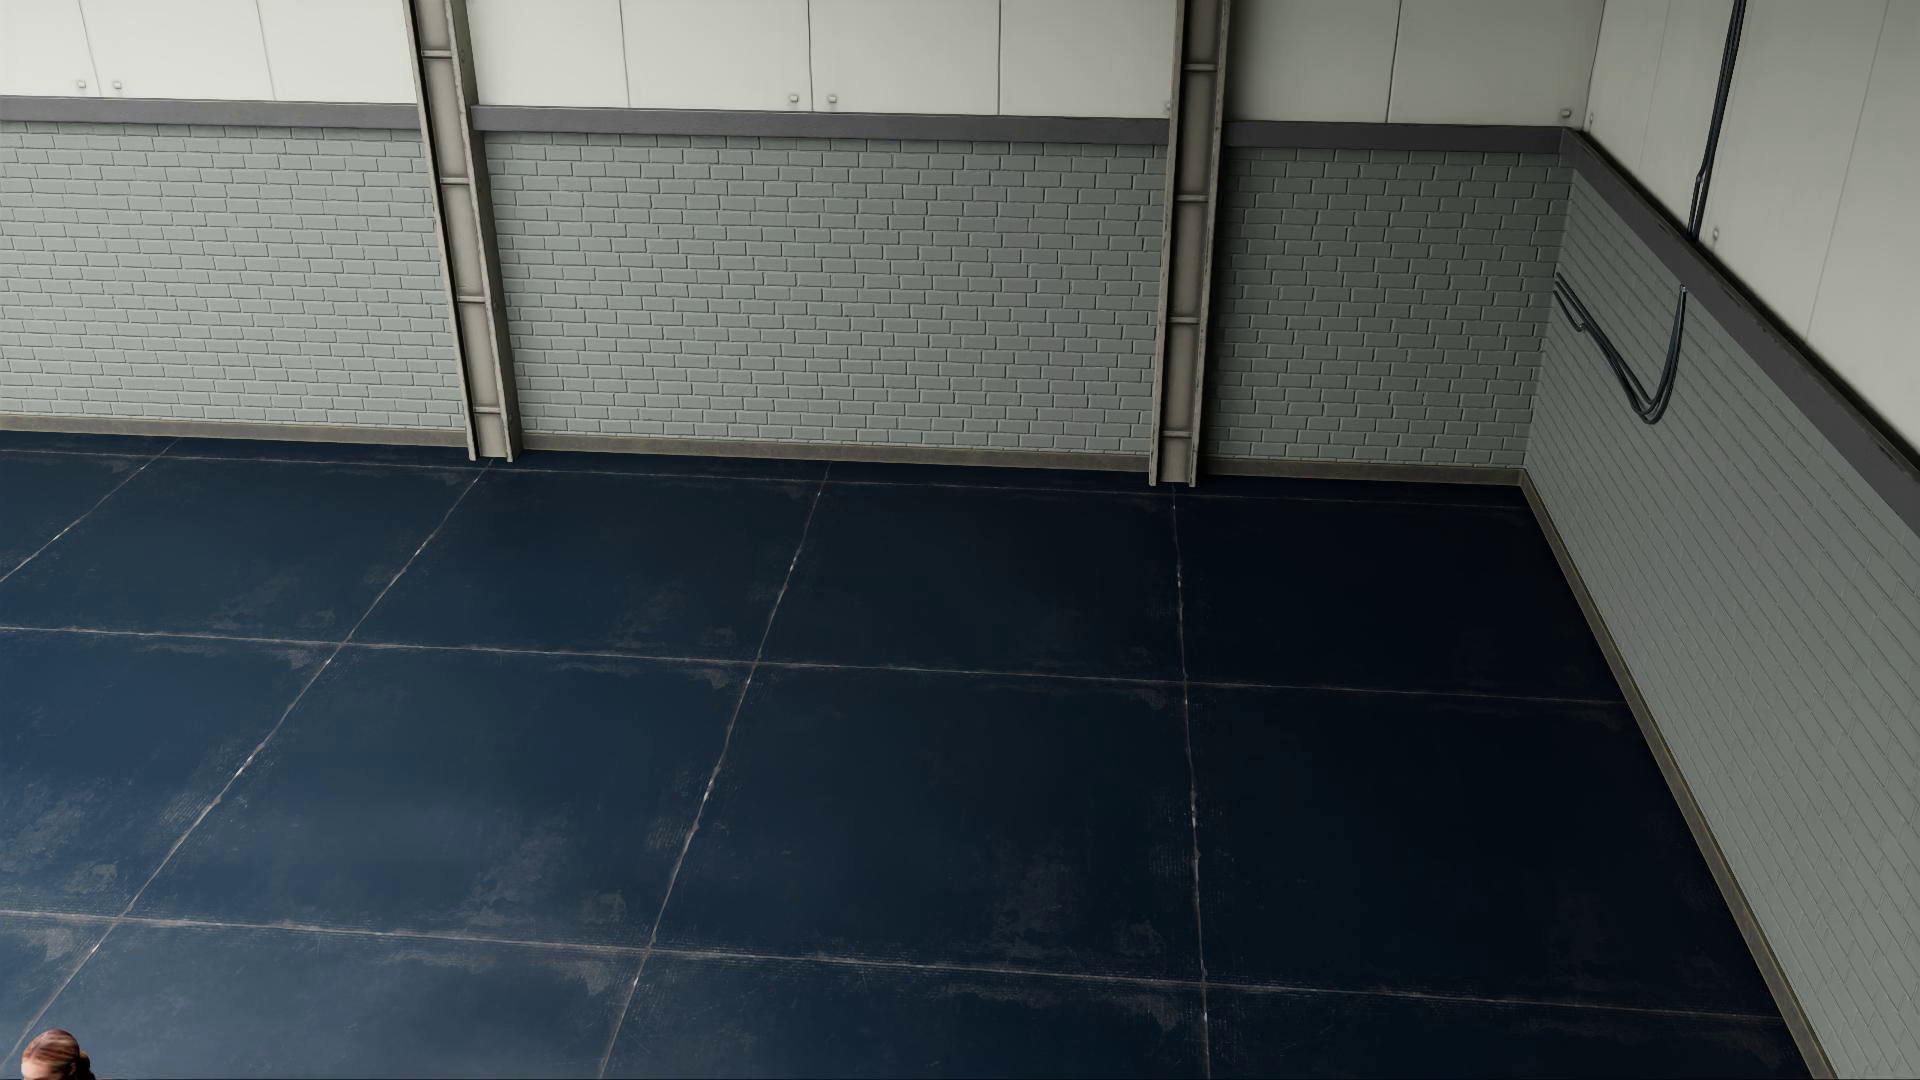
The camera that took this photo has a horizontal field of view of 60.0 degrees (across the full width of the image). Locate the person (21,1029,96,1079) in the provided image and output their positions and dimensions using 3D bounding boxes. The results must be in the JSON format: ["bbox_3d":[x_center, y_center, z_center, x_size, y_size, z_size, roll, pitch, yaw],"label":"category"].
[{"bbox_3d":[-3.315,2.539,6.512,1.157,1.753,0.830,8,28,15],"label":"person"}]
